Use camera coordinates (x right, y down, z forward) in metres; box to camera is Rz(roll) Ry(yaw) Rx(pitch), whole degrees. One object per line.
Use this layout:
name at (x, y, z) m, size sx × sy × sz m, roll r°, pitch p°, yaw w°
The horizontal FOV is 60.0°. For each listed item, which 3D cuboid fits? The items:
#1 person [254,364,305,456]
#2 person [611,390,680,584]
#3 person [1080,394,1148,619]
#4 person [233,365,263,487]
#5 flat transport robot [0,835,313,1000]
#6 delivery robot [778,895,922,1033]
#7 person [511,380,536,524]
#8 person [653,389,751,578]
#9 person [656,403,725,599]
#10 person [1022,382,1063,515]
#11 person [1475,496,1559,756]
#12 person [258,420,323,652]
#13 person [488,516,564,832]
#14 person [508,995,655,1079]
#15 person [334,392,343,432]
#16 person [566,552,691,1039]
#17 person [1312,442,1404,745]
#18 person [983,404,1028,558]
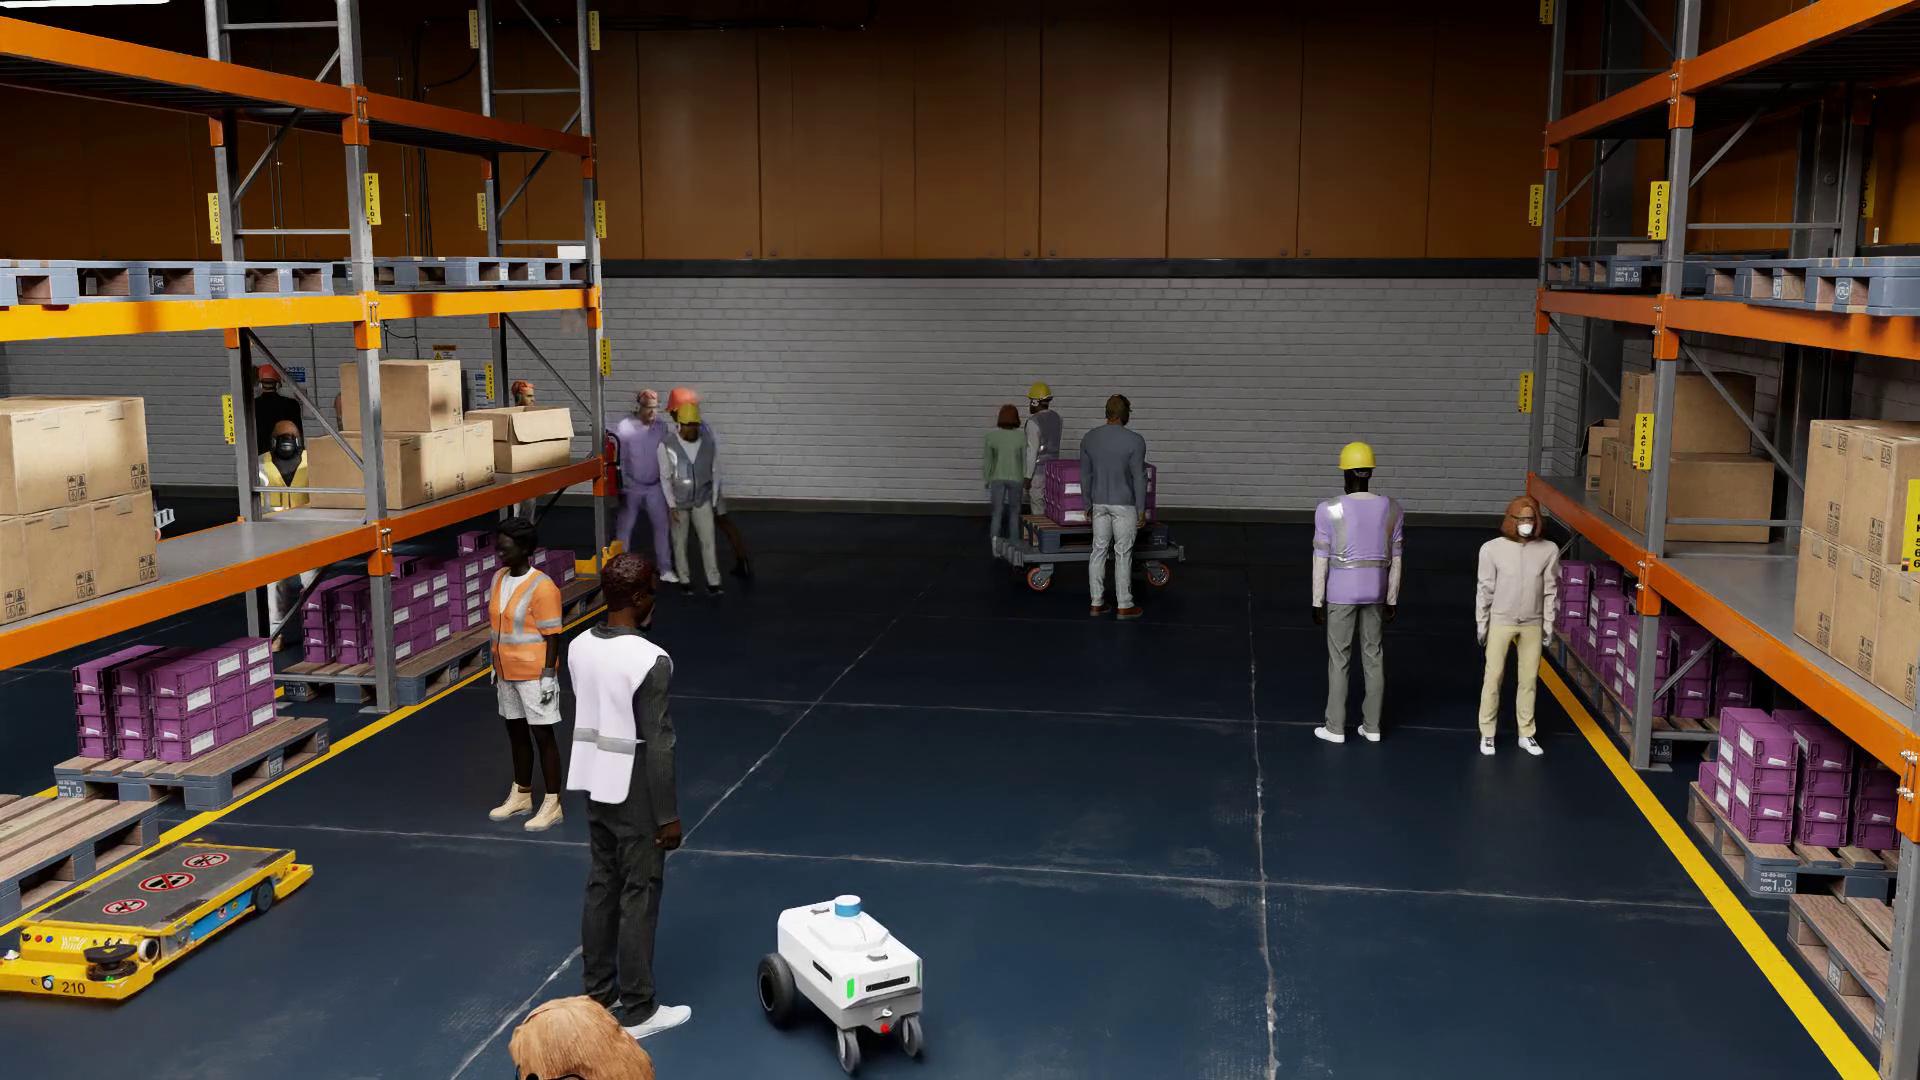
person at (-7.361, -0.887, 17.861) m, size 0.614 × 1.994 × 0.381 m, roll -4°, pitch 10°, yaw -24°
person at (-2.989, -0.485, 15.790) m, size 0.697 × 1.863 × 0.841 m, roll -8°, pitch 12°, yaw -42°
person at (1.330, -0.289, 14.343) m, size 0.635 × 1.937 × 0.352 m, roll 6°, pitch 11°, yaw 35°
person at (-8.146, -1.070, 19.265) m, size 0.525 × 1.907 × 0.641 m, roll 4°, pitch 10°, yaw 23°
flat transport robot at (-3.601, 1.656, 7.473) m, size 0.652 × 0.197 × 1.431 m, roll 2°, pitch 9°, yaw 10°
delivery robot at (-0.435, 1.630, 6.479) m, size 0.477 × 0.478 × 0.707 m, roll -5°, pitch 10°, yaw -29°
person at (-4.478, -0.689, 17.009) m, size 0.346 × 1.879 × 0.581 m, roll 3°, pitch 10°, yaw 20°
person at (-2.533, -0.531, 16.090) m, size 1.063 × 1.857 × 0.625 m, roll 1°, pitch 9°, yaw 6°
person at (-2.423, -0.339, 15.098) m, size 0.594 × 1.789 × 0.881 m, roll -4°, pitch 10°, yaw -23°
person at (0.835, -0.742, 17.465) m, size 0.403 × 1.833 × 0.586 m, roll 6°, pitch 11°, yaw 32°
person at (3.421, 0.530, 10.258) m, size 0.493 × 1.626 × 0.286 m, roll 0°, pitch 9°, yaw 0°
person at (-5.260, -0.030, 13.094) m, size 0.623 × 1.835 × 0.430 m, roll -4°, pitch 10°, yaw -22°
person at (-2.344, 0.710, 8.927) m, size 0.542 × 1.695 × 0.316 m, roll 8°, pitch 12°, yaw 39°
person at (-0.709, 1.669, 3.241) m, size 0.295 × 1.622 × 0.510 m, roll -2°, pitch 10°, yaw -15°
person at (-7.011, -1.085, 19.324) m, size 0.381 × 1.917 × 0.586 m, roll 1°, pitch 9°, yaw 4°
person at (-1.322, 0.997, 6.522) m, size 0.391 × 1.911 × 0.582 m, roll -9°, pitch 13°, yaw -43°
person at (2.502, 0.338, 10.555) m, size 0.588 × 1.918 × 0.401 m, roll -2°, pitch 9°, yaw -10°
person at (0.485, -0.621, 17.409) m, size 0.508 × 1.609 × 0.721 m, roll 1°, pitch 9°, yaw 9°
